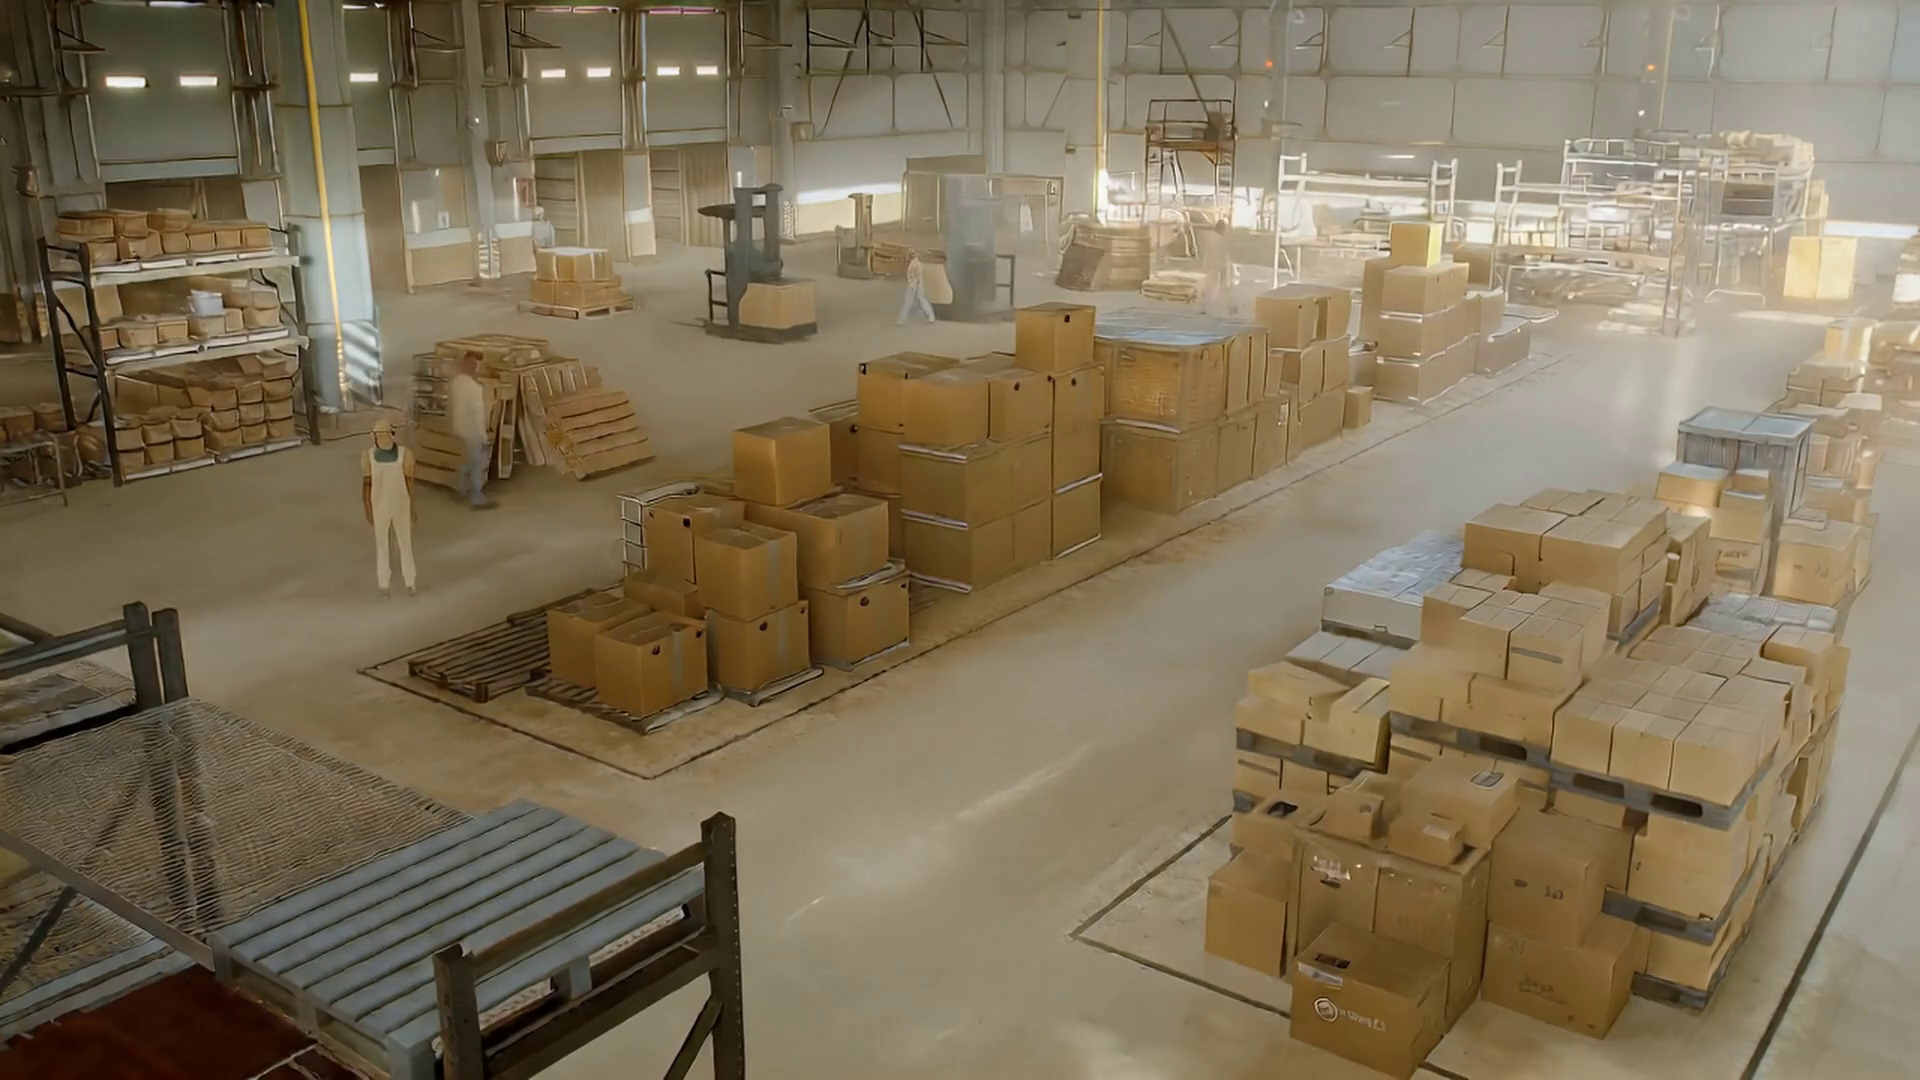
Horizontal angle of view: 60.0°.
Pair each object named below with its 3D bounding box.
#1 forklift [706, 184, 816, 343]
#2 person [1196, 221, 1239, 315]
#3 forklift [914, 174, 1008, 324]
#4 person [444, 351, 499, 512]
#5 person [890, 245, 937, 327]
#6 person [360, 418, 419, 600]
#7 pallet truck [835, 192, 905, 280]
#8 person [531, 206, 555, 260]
[{"bbox_3d":[-3.715,-5.181,30.929,1.873,2.768,1.129,12,21,35],"label":"forklift"},{"bbox_3d":[5.216,-5.491,33.659,1.017,1.892,0.646,-11,20,-32],"label":"person"},{"bbox_3d":[0.082,-5.854,33.158,1.873,2.768,1.129,14,22,39],"label":"forklift"},{"bbox_3d":[-5.784,-1.266,19.594,0.502,1.928,0.628,-8,18,-24],"label":"person"},{"bbox_3d":[-0.866,-4.926,32.299,0.929,1.581,0.508,-1,17,-3],"label":"person"},{"bbox_3d":[-5.666,-0.316,16.583,0.506,1.845,0.342,-6,18,-19],"label":"person"},{"bbox_3d":[-1.936,-7.159,38.982,1.885,1.965,0.823,-12,21,-34],"label":"pallet truck"},{"bbox_3d":[-9.053,-6.260,36.104,0.542,1.939,0.362,5,17,16],"label":"person"}]
